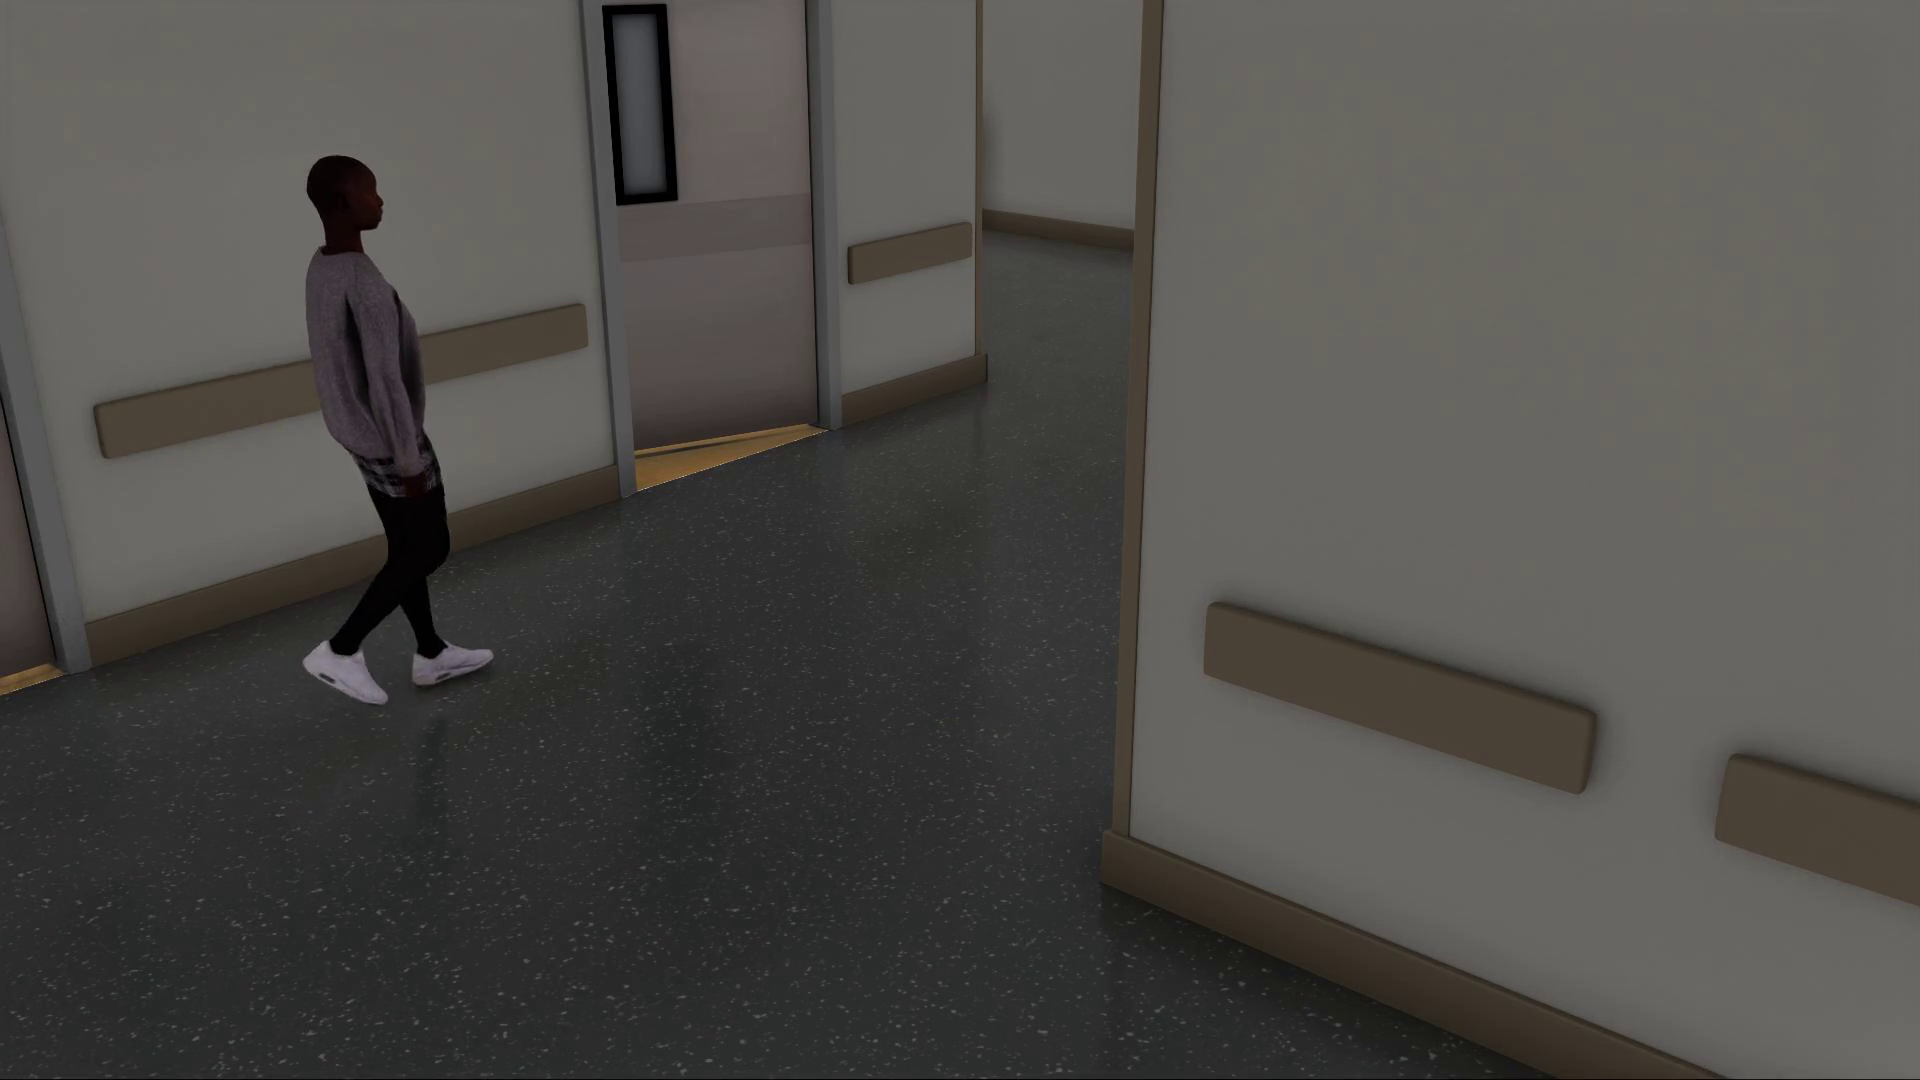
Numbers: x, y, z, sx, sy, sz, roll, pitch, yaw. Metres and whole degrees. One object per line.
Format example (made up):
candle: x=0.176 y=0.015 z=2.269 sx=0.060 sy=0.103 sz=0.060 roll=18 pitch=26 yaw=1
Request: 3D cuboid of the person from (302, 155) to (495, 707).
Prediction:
person: x=-1.872 y=-0.296 z=5.203 sx=0.937 sy=1.761 sz=0.715 roll=-17 pitch=27 yaw=-38
